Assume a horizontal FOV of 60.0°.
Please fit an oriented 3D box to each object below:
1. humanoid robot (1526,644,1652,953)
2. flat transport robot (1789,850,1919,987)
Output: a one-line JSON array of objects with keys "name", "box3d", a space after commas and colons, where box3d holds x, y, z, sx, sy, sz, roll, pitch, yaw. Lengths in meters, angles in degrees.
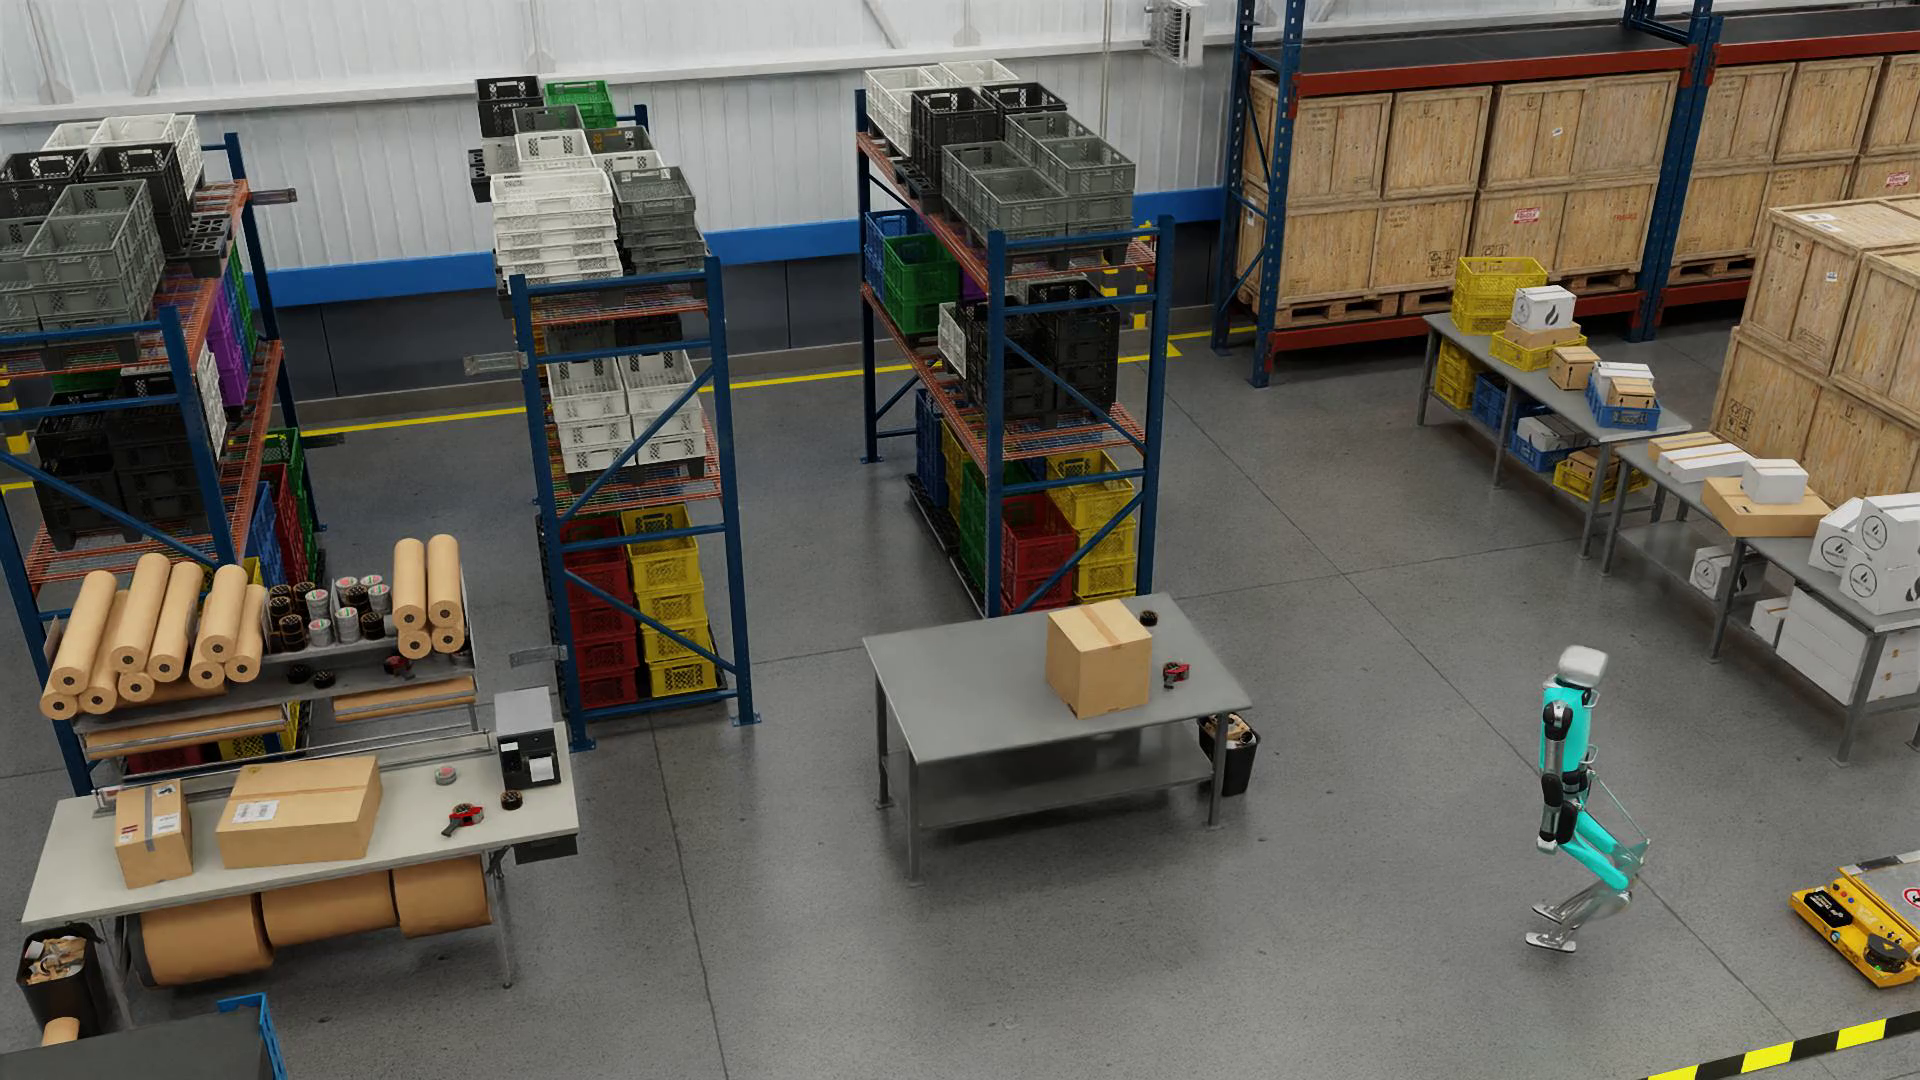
[{"name": "humanoid robot", "box3d": [3.115, 1.317, 8.103, 0.735, 1.676, 0.533, 16, 32, 26]}, {"name": "flat transport robot", "box3d": [5.163, 1.916, 8.676, 1.431, 0.231, 0.659, -8, 30, -14]}]
